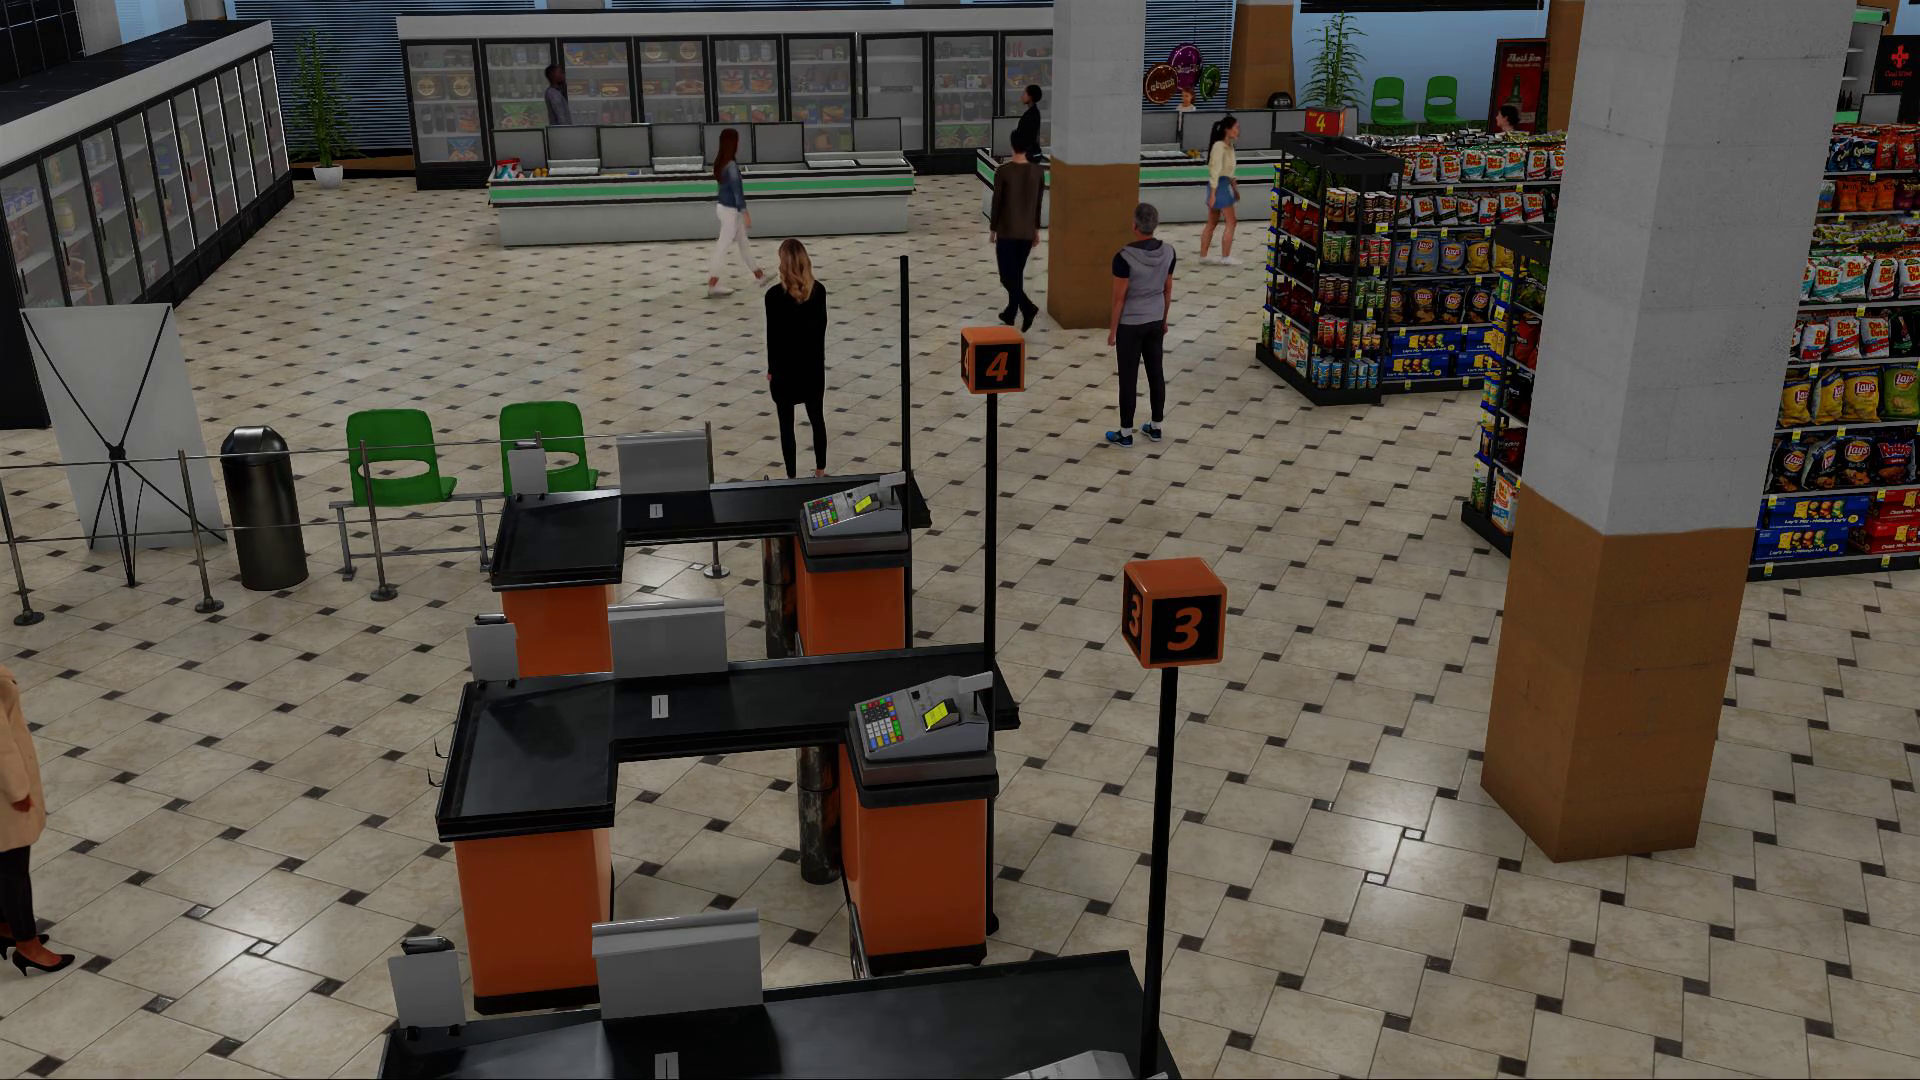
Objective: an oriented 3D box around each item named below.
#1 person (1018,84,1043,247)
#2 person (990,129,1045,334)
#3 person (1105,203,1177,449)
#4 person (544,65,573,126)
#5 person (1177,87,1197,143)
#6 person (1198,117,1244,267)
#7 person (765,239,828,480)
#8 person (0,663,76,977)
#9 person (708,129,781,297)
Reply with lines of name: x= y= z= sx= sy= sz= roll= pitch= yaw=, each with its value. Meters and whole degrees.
person: x=0.816 y=-4.346 z=19.290 sx=0.614 sy=1.834 sz=0.649 roll=3 pitch=22 yaw=7
person: x=0.555 y=-2.847 z=15.524 sx=1.103 sy=1.861 sz=0.921 roll=-10 pitch=24 yaw=-24
person: x=1.368 y=-1.613 z=12.494 sx=0.637 sy=1.830 sz=0.816 roll=-12 pitch=25 yaw=-27
person: x=-5.096 y=-5.078 z=21.108 sx=0.623 sy=1.838 sz=0.729 roll=-9 pitch=24 yaw=-21
person: x=3.167 y=-5.679 z=23.309 sx=0.558 sy=1.312 sz=0.609 roll=19 pitch=28 yaw=38
person: x=2.771 y=-3.827 z=18.297 sx=0.867 sy=1.612 sz=0.791 roll=6 pitch=23 yaw=15
person: x=-1.118 y=-1.178 z=11.449 sx=0.595 sy=1.802 sz=0.737 roll=-14 pitch=26 yaw=-31
person: x=-3.742 y=0.910 z=6.416 sx=0.723 sy=1.681 sz=0.744 roll=19 pitch=29 yaw=39
person: x=-2.425 y=-3.288 z=16.878 sx=1.073 sy=1.670 sz=0.752 roll=-8 pitch=23 yaw=-18
